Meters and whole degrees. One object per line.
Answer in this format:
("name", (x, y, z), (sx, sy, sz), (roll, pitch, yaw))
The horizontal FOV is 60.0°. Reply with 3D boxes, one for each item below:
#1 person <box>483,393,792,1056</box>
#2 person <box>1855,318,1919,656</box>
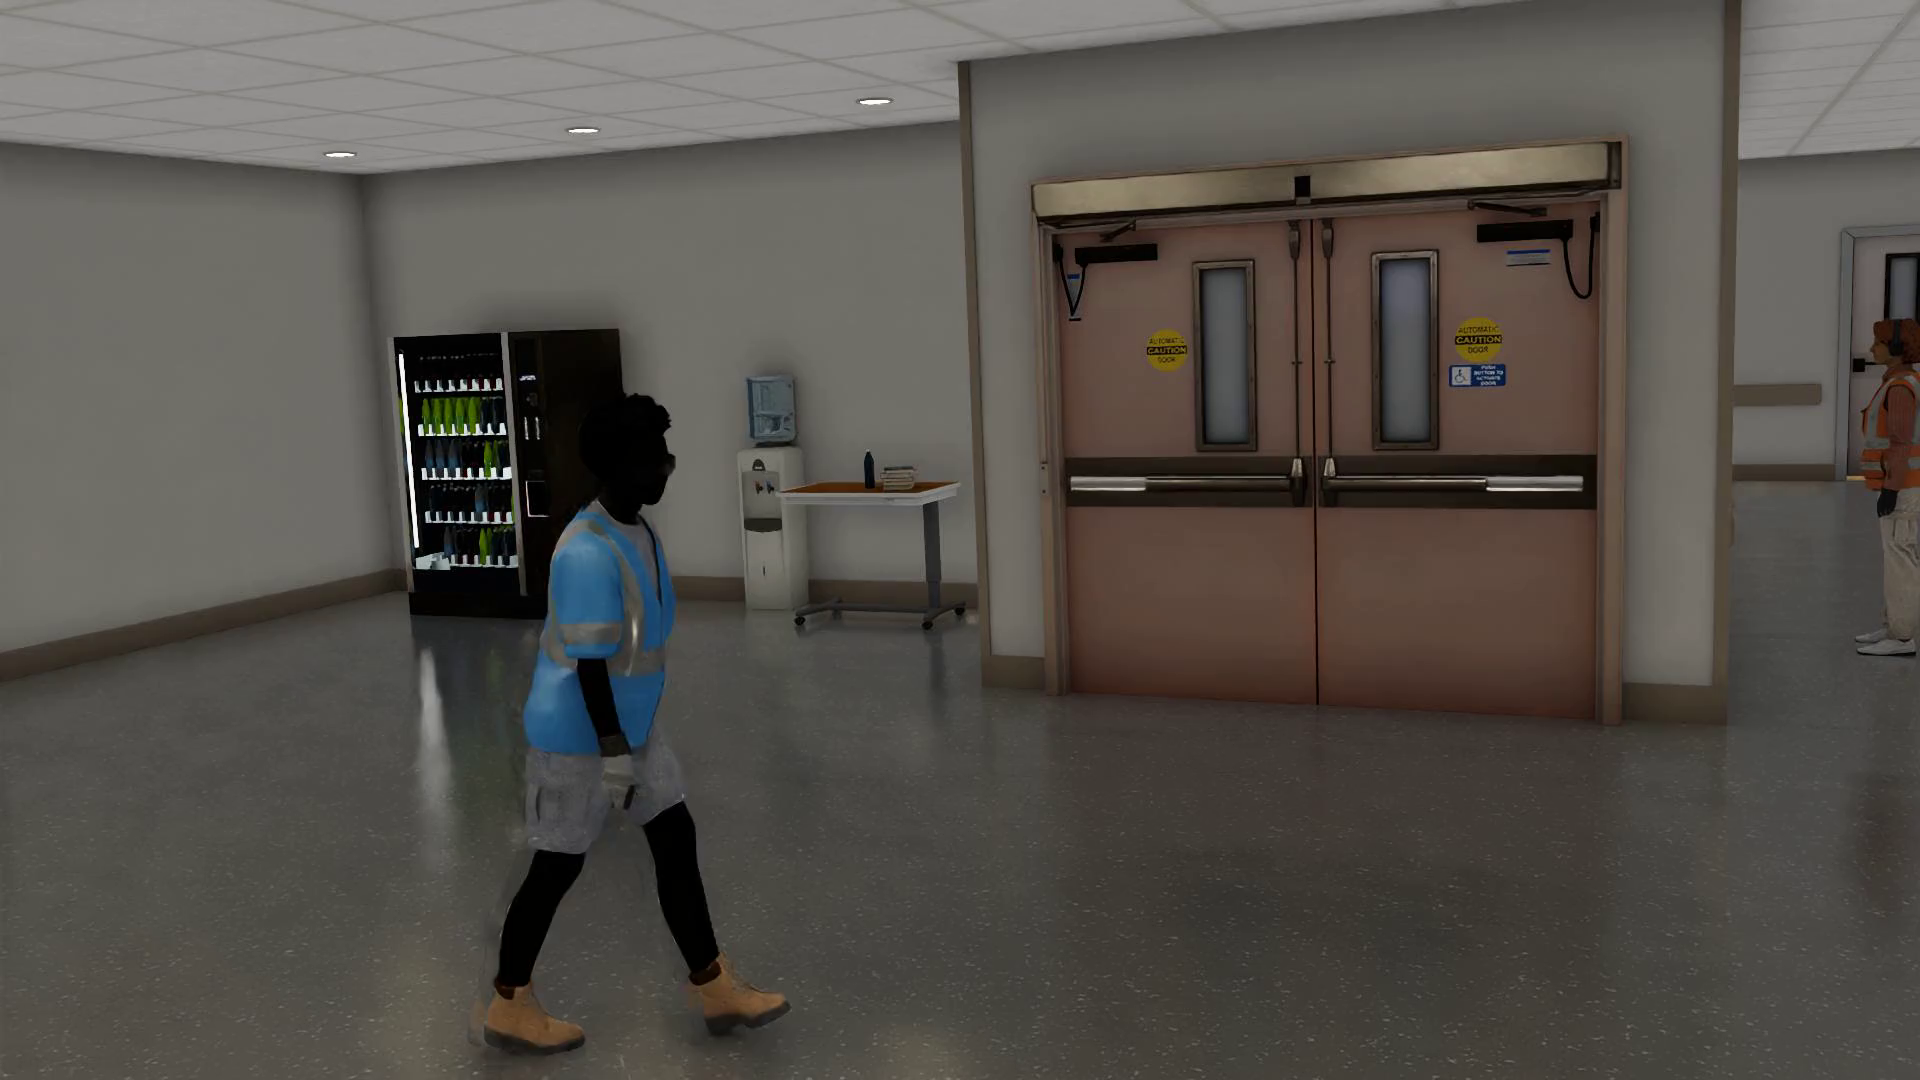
("person", (-0.842, 0.466, 4.088), (0.853, 1.643, 0.554), (-1, 8, 10))
("person", (4.542, -0.257, 8.081), (0.308, 1.640, 0.511), (2, 8, 29))
